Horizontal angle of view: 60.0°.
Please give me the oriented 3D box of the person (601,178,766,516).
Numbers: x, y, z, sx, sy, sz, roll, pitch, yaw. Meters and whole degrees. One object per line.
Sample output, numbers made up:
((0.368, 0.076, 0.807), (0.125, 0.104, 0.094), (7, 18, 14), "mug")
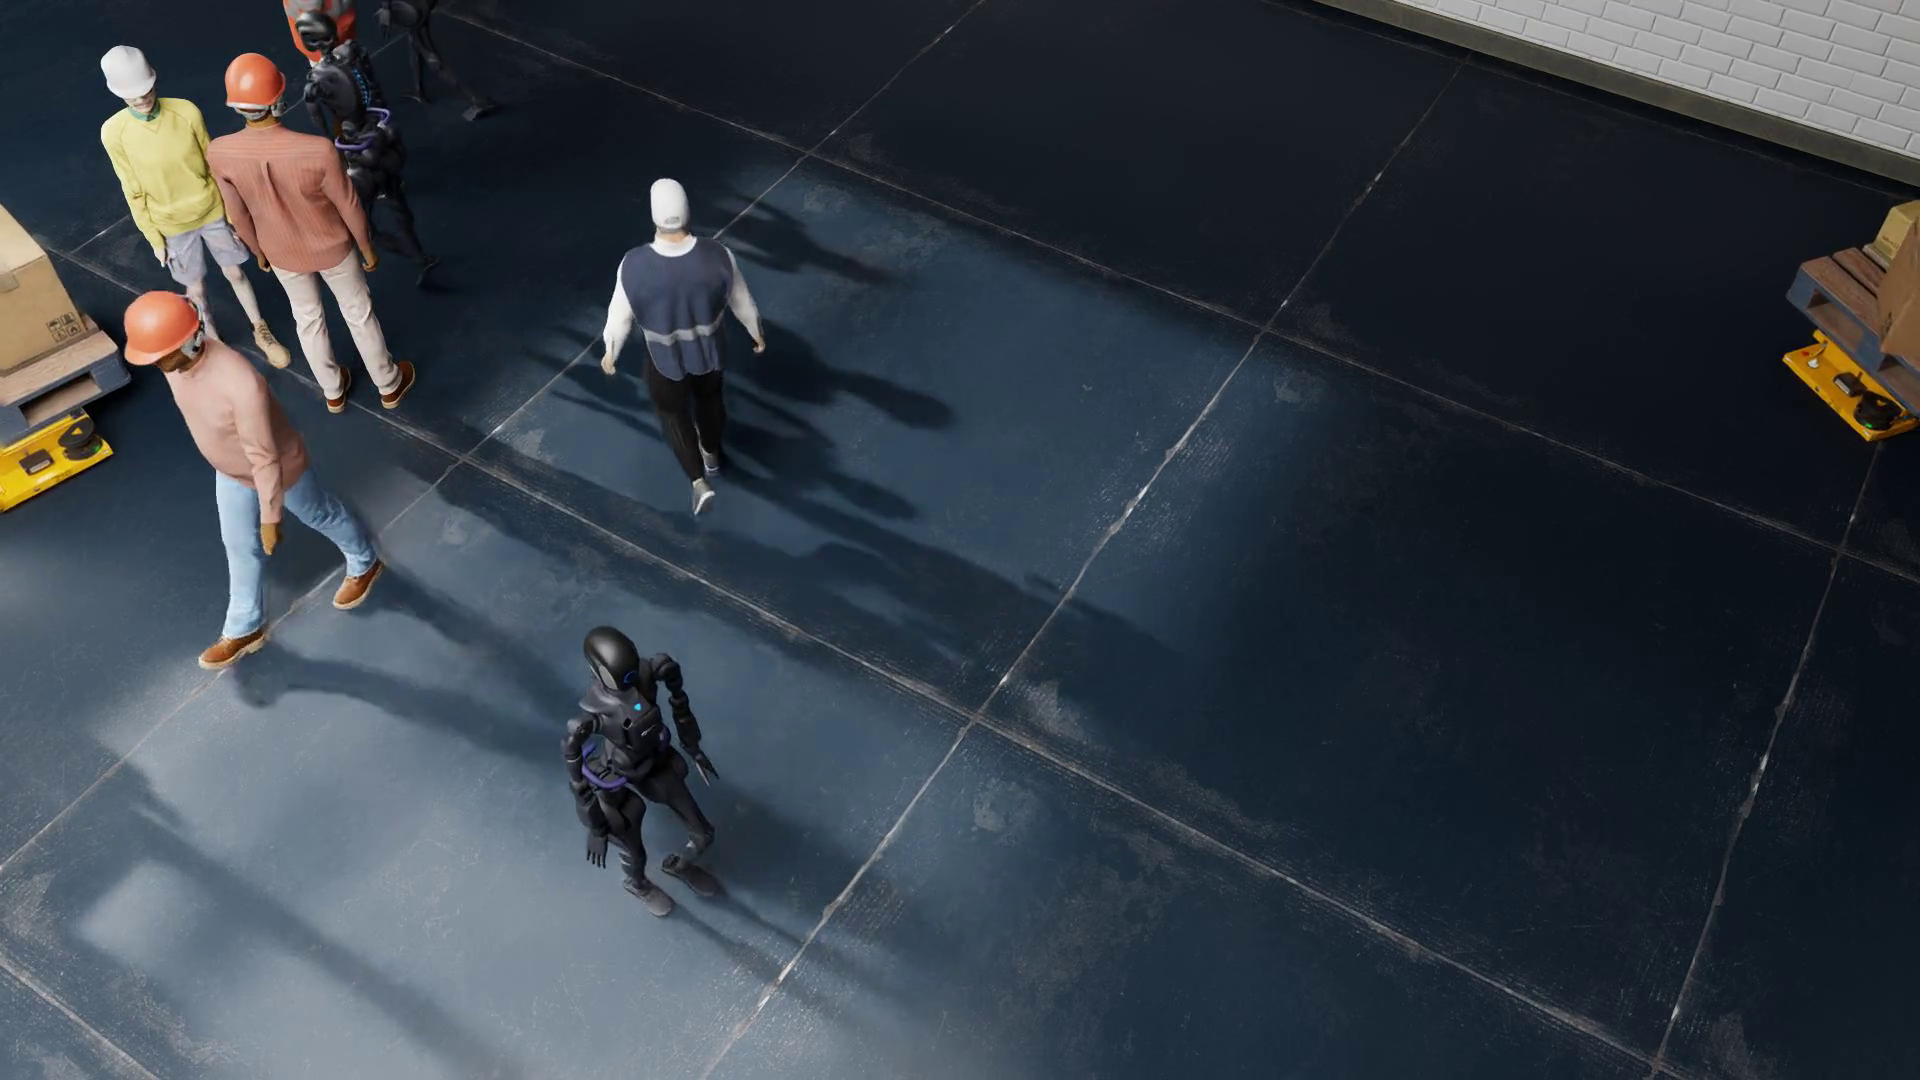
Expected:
((-1.238, -0.850, 7.578), (0.767, 1.737, 0.630), (-17, 51, -14), "person")

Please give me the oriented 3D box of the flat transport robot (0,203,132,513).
((-4.938, -0.694, 8.422), (0.659, 0.231, 1.431), (-36, 58, -27), "flat transport robot")

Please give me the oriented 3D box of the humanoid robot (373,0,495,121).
((-3.183, -3.223, 9.726), (0.636, 1.646, 0.596), (12, 50, 10), "humanoid robot")

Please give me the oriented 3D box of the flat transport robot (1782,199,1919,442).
((5.097, -0.957, 8.652), (1.431, 0.231, 0.659), (-17, 51, -14), "flat transport robot")

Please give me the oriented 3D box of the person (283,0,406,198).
((-3.457, -2.771, 9.120), (0.371, 1.959, 0.606), (-14, 50, -12), "person")

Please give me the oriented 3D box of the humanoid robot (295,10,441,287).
((-3.047, -2.008, 8.634), (0.409, 1.643, 0.596), (12, 50, 10), "humanoid robot")

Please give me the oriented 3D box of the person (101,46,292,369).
((-3.760, -1.572, 8.115), (0.472, 1.892, 0.385), (-29, 55, -23), "person")

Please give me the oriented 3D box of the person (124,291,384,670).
((-3.000, -0.236, 6.905), (0.640, 1.941, 0.989), (24, 53, 19), "person")

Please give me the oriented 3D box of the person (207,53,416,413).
((-3.083, -1.408, 7.902), (0.611, 1.994, 0.379), (-3, 49, -2), "person")

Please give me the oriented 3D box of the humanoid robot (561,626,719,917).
((-1.178, 0.888, 6.100), (0.364, 1.648, 0.588), (31, 56, 25), "humanoid robot")
